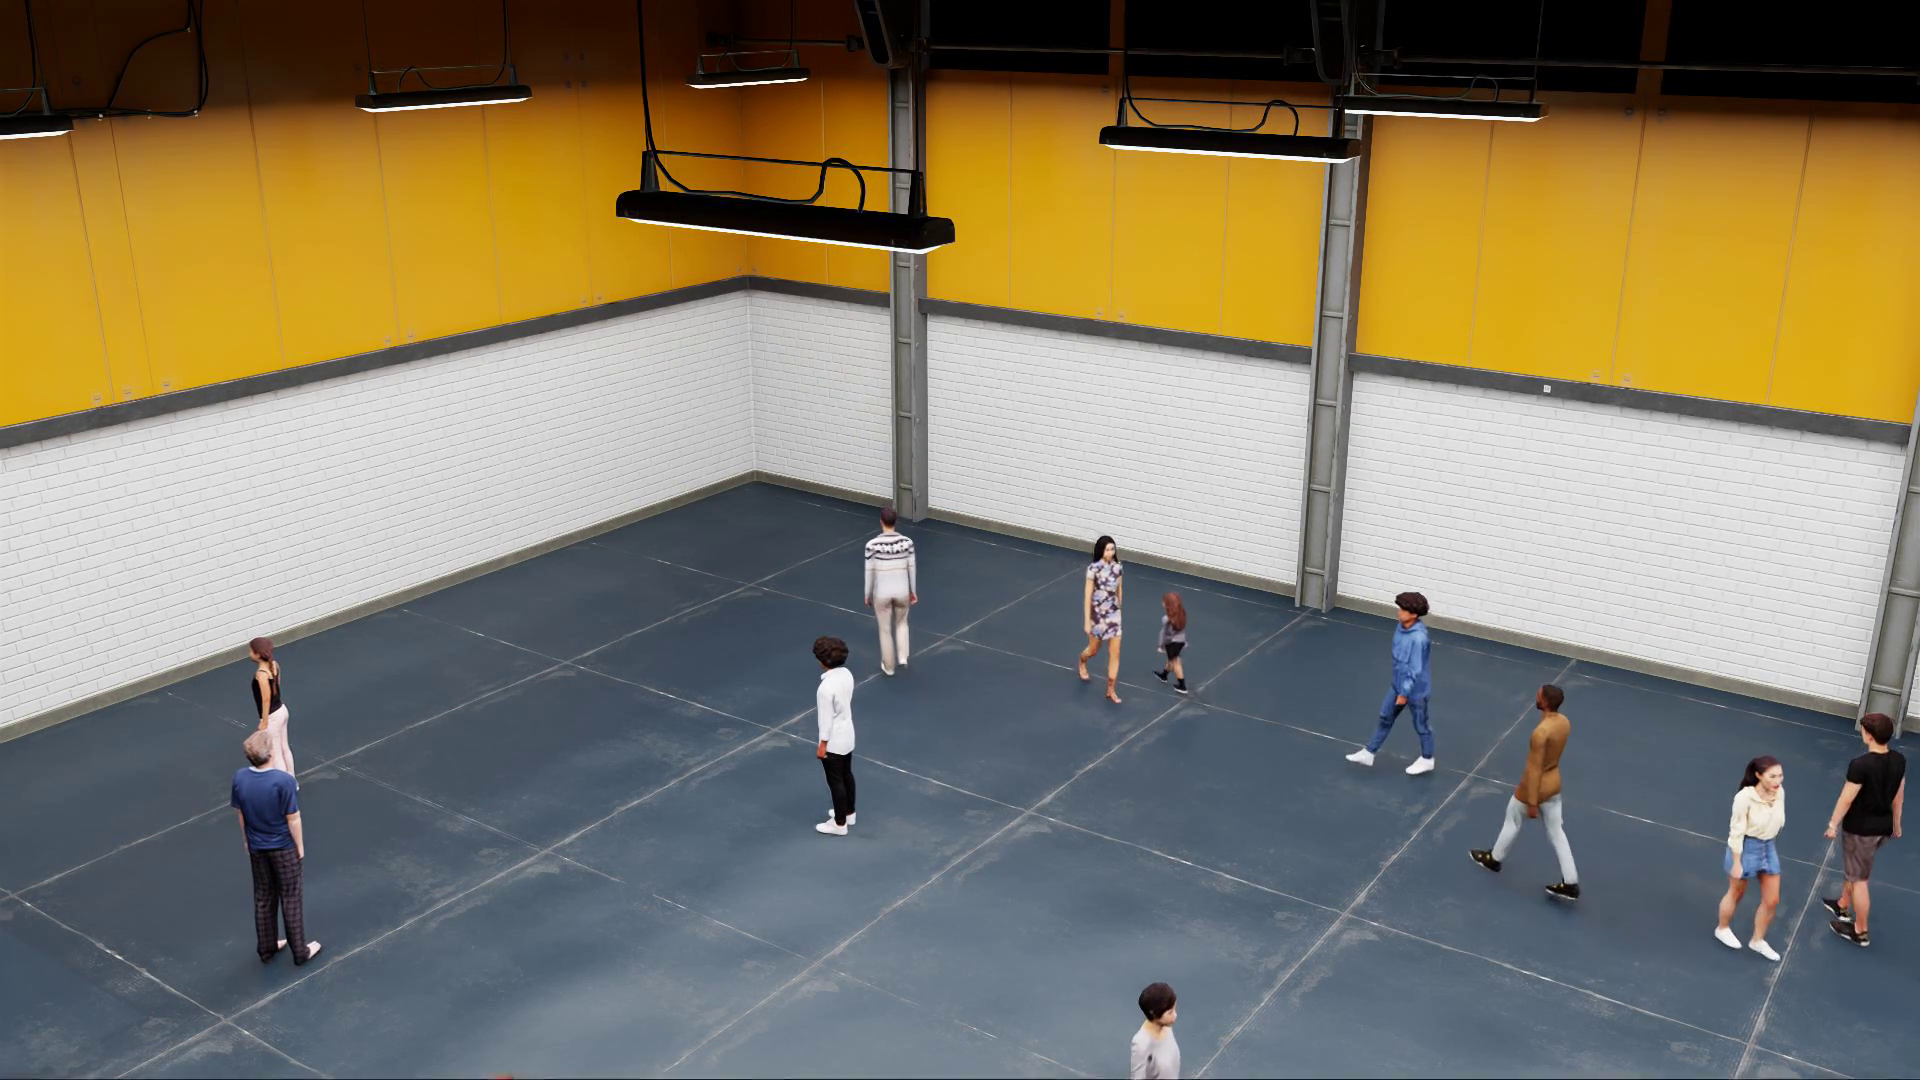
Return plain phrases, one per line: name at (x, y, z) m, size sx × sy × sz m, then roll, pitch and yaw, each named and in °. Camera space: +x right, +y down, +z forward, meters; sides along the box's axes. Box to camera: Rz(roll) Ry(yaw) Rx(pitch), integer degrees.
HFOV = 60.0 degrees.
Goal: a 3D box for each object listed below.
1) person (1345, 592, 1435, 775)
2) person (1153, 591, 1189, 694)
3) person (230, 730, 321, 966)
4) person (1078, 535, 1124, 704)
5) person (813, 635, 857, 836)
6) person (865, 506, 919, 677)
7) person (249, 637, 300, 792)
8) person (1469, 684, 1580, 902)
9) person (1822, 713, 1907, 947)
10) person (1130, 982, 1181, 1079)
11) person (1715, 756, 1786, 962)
person at (4.241, 1.338, 15.360) m, size 1.144 × 1.777 × 1.106 m, roll -5°, pitch 19°, yaw -14°
person at (2.261, 1.072, 17.238) m, size 0.577 × 1.083 × 0.755 m, roll -15°, pitch 24°, yaw -38°
person at (-5.125, 2.288, 12.398) m, size 0.662 × 1.868 × 0.790 m, roll 2°, pitch 19°, yaw 5°
person at (1.448, 0.781, 17.122) m, size 0.960 × 1.708 × 1.148 m, roll -8°, pitch 20°, yaw -22°
person at (-1.064, 1.670, 14.327) m, size 0.611 × 1.807 × 0.663 m, roll 8°, pitch 20°, yaw 22°
person at (-0.705, 0.577, 17.510) m, size 0.830 × 1.847 × 0.870 m, roll -5°, pitch 19°, yaw -15°
person at (-6.171, 1.597, 14.926) m, size 0.657 × 1.564 × 0.616 m, roll -1°, pitch 19°, yaw -2°
person at (4.720, 2.042, 13.286) m, size 0.899 × 1.767 × 1.292 m, roll -15°, pitch 23°, yaw -37°
person at (6.958, 2.226, 12.618) m, size 0.924 × 1.844 × 0.993 m, roll -7°, pitch 20°, yaw -19°
person at (1.092, 3.302, 9.899) m, size 0.709 × 1.541 × 0.579 m, roll 11°, pitch 21°, yaw 29°
person at (5.949, 2.361, 12.625) m, size 0.851 × 1.585 × 0.914 m, roll -6°, pitch 19°, yaw -17°
